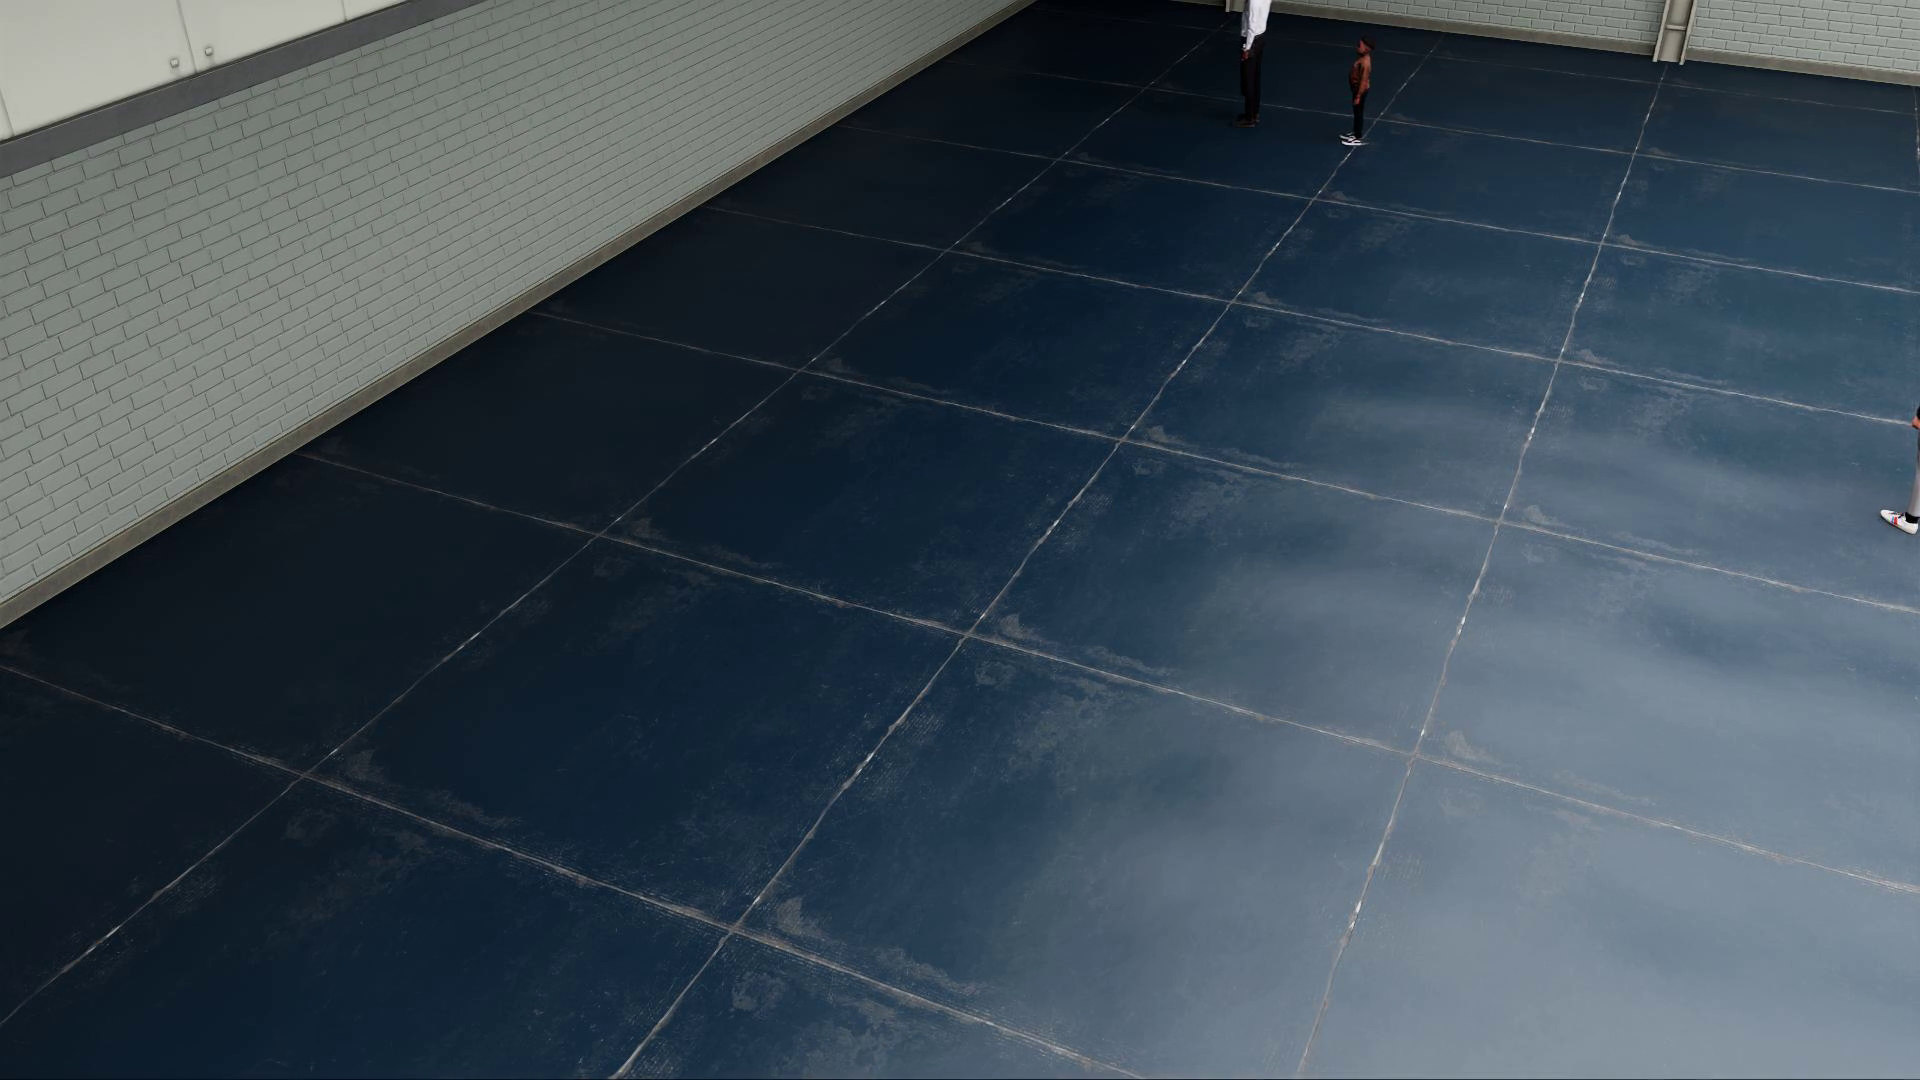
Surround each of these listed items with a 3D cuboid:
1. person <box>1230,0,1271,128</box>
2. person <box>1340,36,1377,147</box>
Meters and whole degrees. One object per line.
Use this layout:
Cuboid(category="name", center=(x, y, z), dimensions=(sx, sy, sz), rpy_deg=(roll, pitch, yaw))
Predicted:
Cuboid(category="person", center=(3.476, -5.852, 19.773), dimensions=(0.537, 1.834, 0.653), rpy_deg=(16, 36, 24))
Cuboid(category="person", center=(4.654, -5.231, 19.331), dimensions=(0.567, 1.255, 0.575), rpy_deg=(4, 32, 7))
